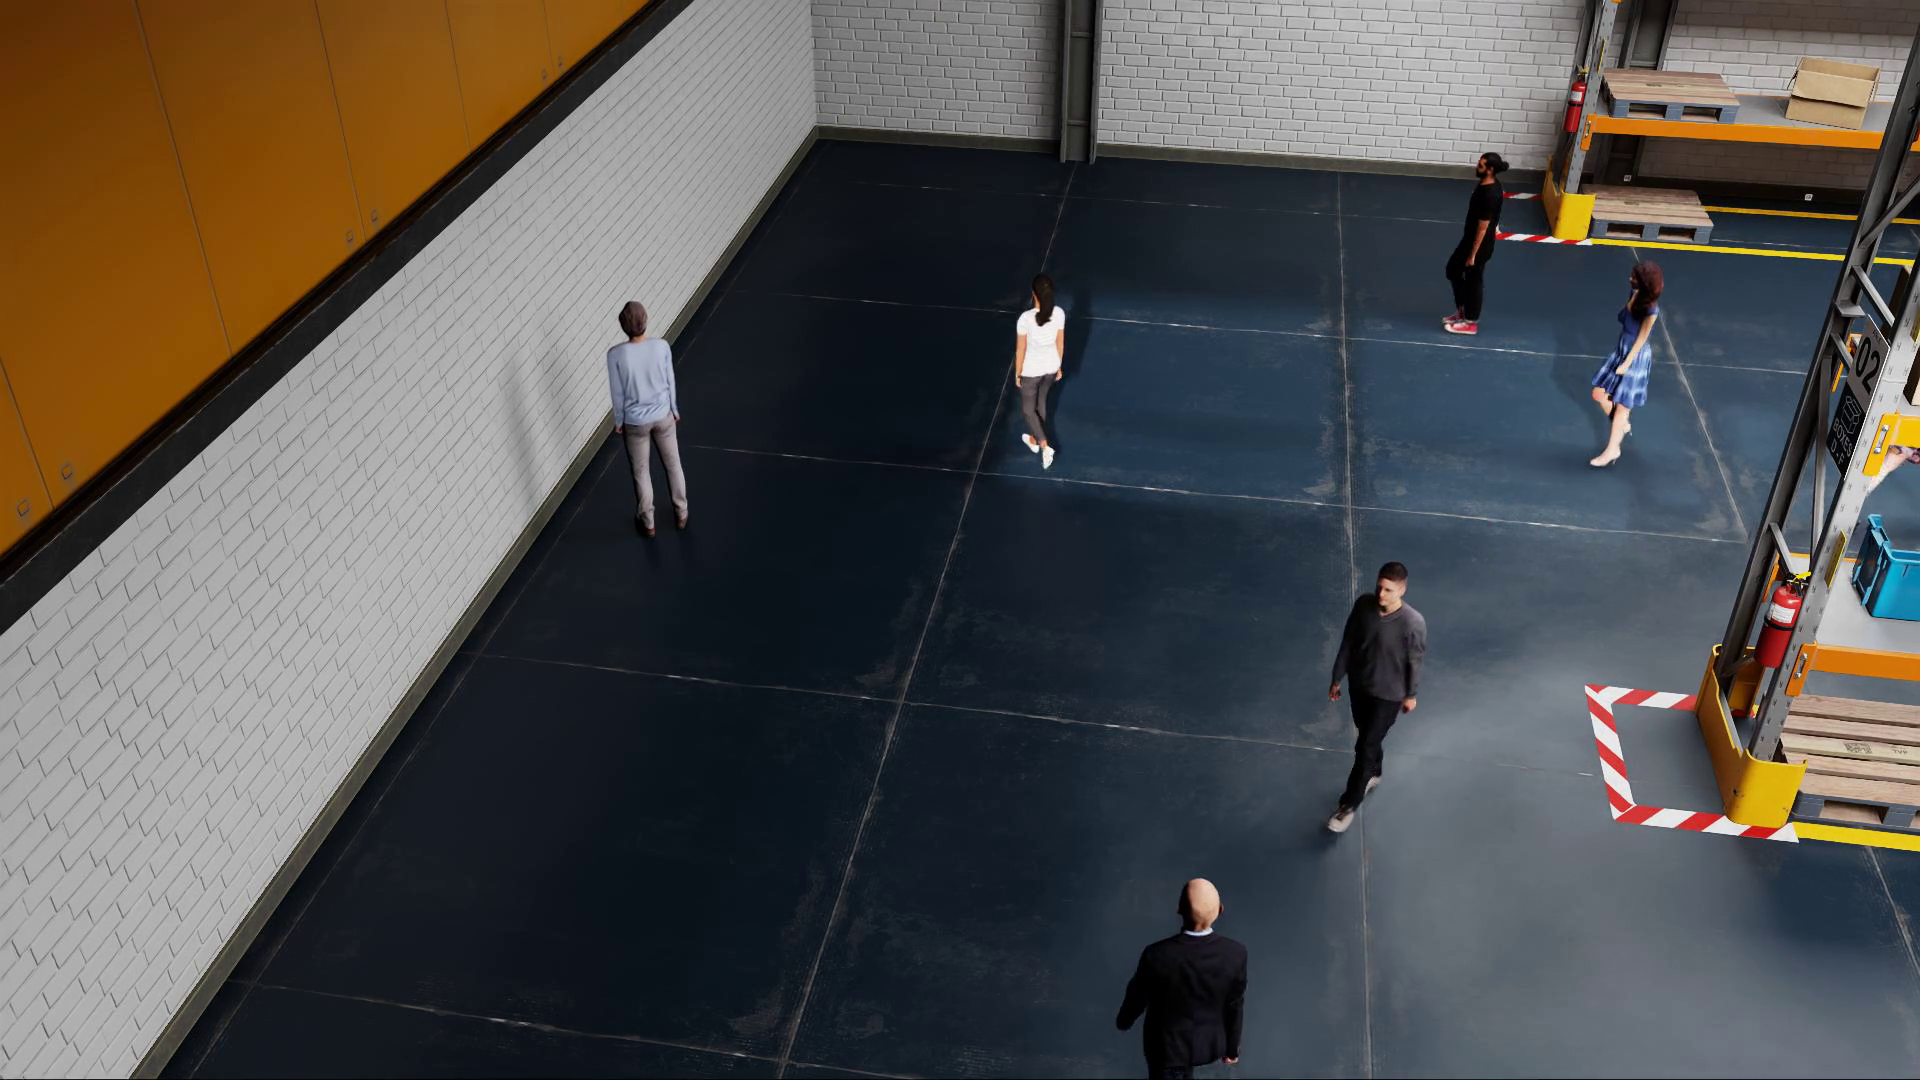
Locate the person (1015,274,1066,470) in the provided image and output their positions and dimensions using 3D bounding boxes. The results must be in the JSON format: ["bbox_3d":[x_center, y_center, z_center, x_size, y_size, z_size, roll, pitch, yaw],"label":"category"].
[{"bbox_3d":[0.658,-1.325,13.271,0.972,1.629,0.933,-12,36,-18],"label":"person"}]

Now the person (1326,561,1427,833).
[{"bbox_3d":[2.526,0.840,9.913,0.978,1.740,0.985,29,43,36],"label":"person"}]

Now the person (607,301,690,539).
[{"bbox_3d":[-2.325,-0.901,12.394,0.691,1.893,0.804,-12,35,-17],"label":"person"}]

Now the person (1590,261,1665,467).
[{"bbox_3d":[5.366,-1.367,13.184,0.809,1.795,0.752,-2,34,-3],"label":"person"}]

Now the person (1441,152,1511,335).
[{"bbox_3d":[4.815,-2.699,15.226,0.582,1.753,0.635,5,34,8],"label":"person"}]

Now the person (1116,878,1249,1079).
[{"bbox_3d":[1.037,2.352,7.617,1.181,1.764,1.011,-6,34,-8],"label":"person"}]
